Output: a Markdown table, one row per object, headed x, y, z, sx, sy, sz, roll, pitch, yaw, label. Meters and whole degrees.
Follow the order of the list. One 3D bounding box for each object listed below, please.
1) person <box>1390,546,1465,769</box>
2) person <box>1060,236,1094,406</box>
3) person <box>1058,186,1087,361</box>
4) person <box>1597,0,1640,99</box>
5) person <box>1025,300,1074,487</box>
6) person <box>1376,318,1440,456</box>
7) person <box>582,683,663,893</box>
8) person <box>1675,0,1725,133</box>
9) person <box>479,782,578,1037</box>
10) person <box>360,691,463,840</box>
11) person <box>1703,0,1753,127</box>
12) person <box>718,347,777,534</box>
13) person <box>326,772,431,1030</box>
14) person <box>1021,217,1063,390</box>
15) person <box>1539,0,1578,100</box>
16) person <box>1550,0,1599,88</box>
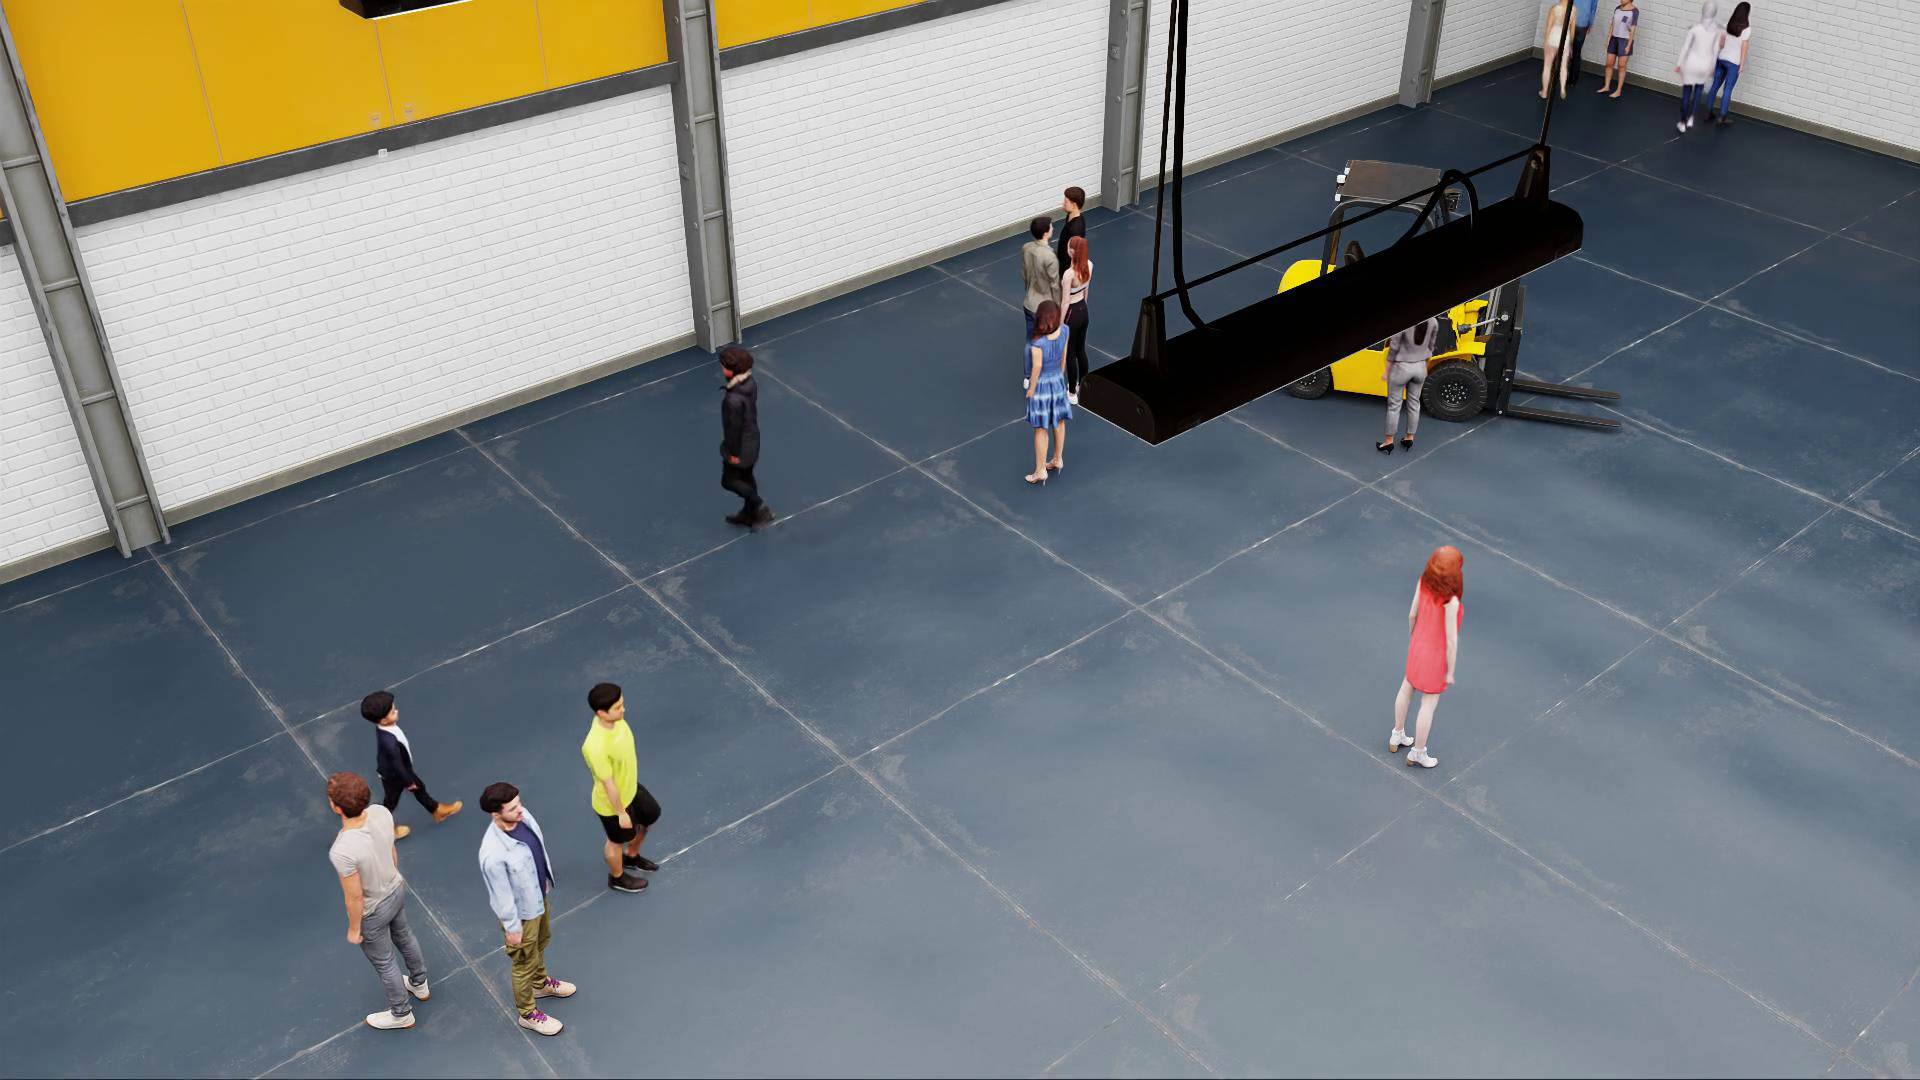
| x | y | z | sx | sy | sz | roll | pitch | yaw | label |
| --- | --- | --- | --- | --- | --- | --- | --- | --- | --- |
| 3.307 | 0.820 | 11.751 | 0.608 | 1.827 | 0.649 | -13 | 36 | -19 | person |
| 1.129 | -2.168 | 16.322 | 0.682 | 1.742 | 0.507 | 25 | 41 | 32 | person |
| 1.149 | -2.749 | 17.090 | 0.786 | 1.862 | 0.765 | -3 | 34 | -4 | person |
| 9.593 | -7.246 | 24.123 | 0.553 | 1.564 | 0.599 | -20 | 38 | -27 | person |
| 0.783 | -1.337 | 15.015 | 0.753 | 1.805 | 0.550 | 27 | 42 | 35 | person |
| 4.162 | -1.563 | 15.470 | 0.672 | 1.678 | 0.774 | -8 | 34 | -11 | person |
| -2.278 | 1.611 | 10.680 | 0.816 | 1.694 | 0.748 | 4 | 34 | 7 | person |
| 10.080 | -6.431 | 22.712 | 0.725 | 1.770 | 0.752 | 8 | 34 | 11 | person |
| -2.578 | 2.135 | 9.787 | 0.810 | 1.812 | 0.741 | 4 | 34 | 6 | person |
| -3.863 | 1.553 | 11.218 | 0.874 | 1.197 | 0.670 | -11 | 35 | -17 | person |
| 10.643 | -6.587 | 23.023 | 0.604 | 1.685 | 0.644 | -16 | 37 | -22 | person |
| -1.802 | -0.827 | 14.289 | 0.888 | 1.760 | 0.831 | 5 | 34 | 8 | person |
| -3.422 | 2.107 | 9.749 | 0.796 | 1.899 | 0.702 | 8 | 34 | 11 | person |
| 0.787 | -2.311 | 16.427 | 0.602 | 1.865 | 0.716 | -21 | 39 | -29 | person |
| 8.594 | -7.104 | 23.850 | 0.827 | 1.630 | 0.884 | 2 | 34 | 3 | person |
| 9.029 | -7.593 | 24.415 | 0.746 | 1.819 | 0.775 | 7 | 34 | 11 | person |
